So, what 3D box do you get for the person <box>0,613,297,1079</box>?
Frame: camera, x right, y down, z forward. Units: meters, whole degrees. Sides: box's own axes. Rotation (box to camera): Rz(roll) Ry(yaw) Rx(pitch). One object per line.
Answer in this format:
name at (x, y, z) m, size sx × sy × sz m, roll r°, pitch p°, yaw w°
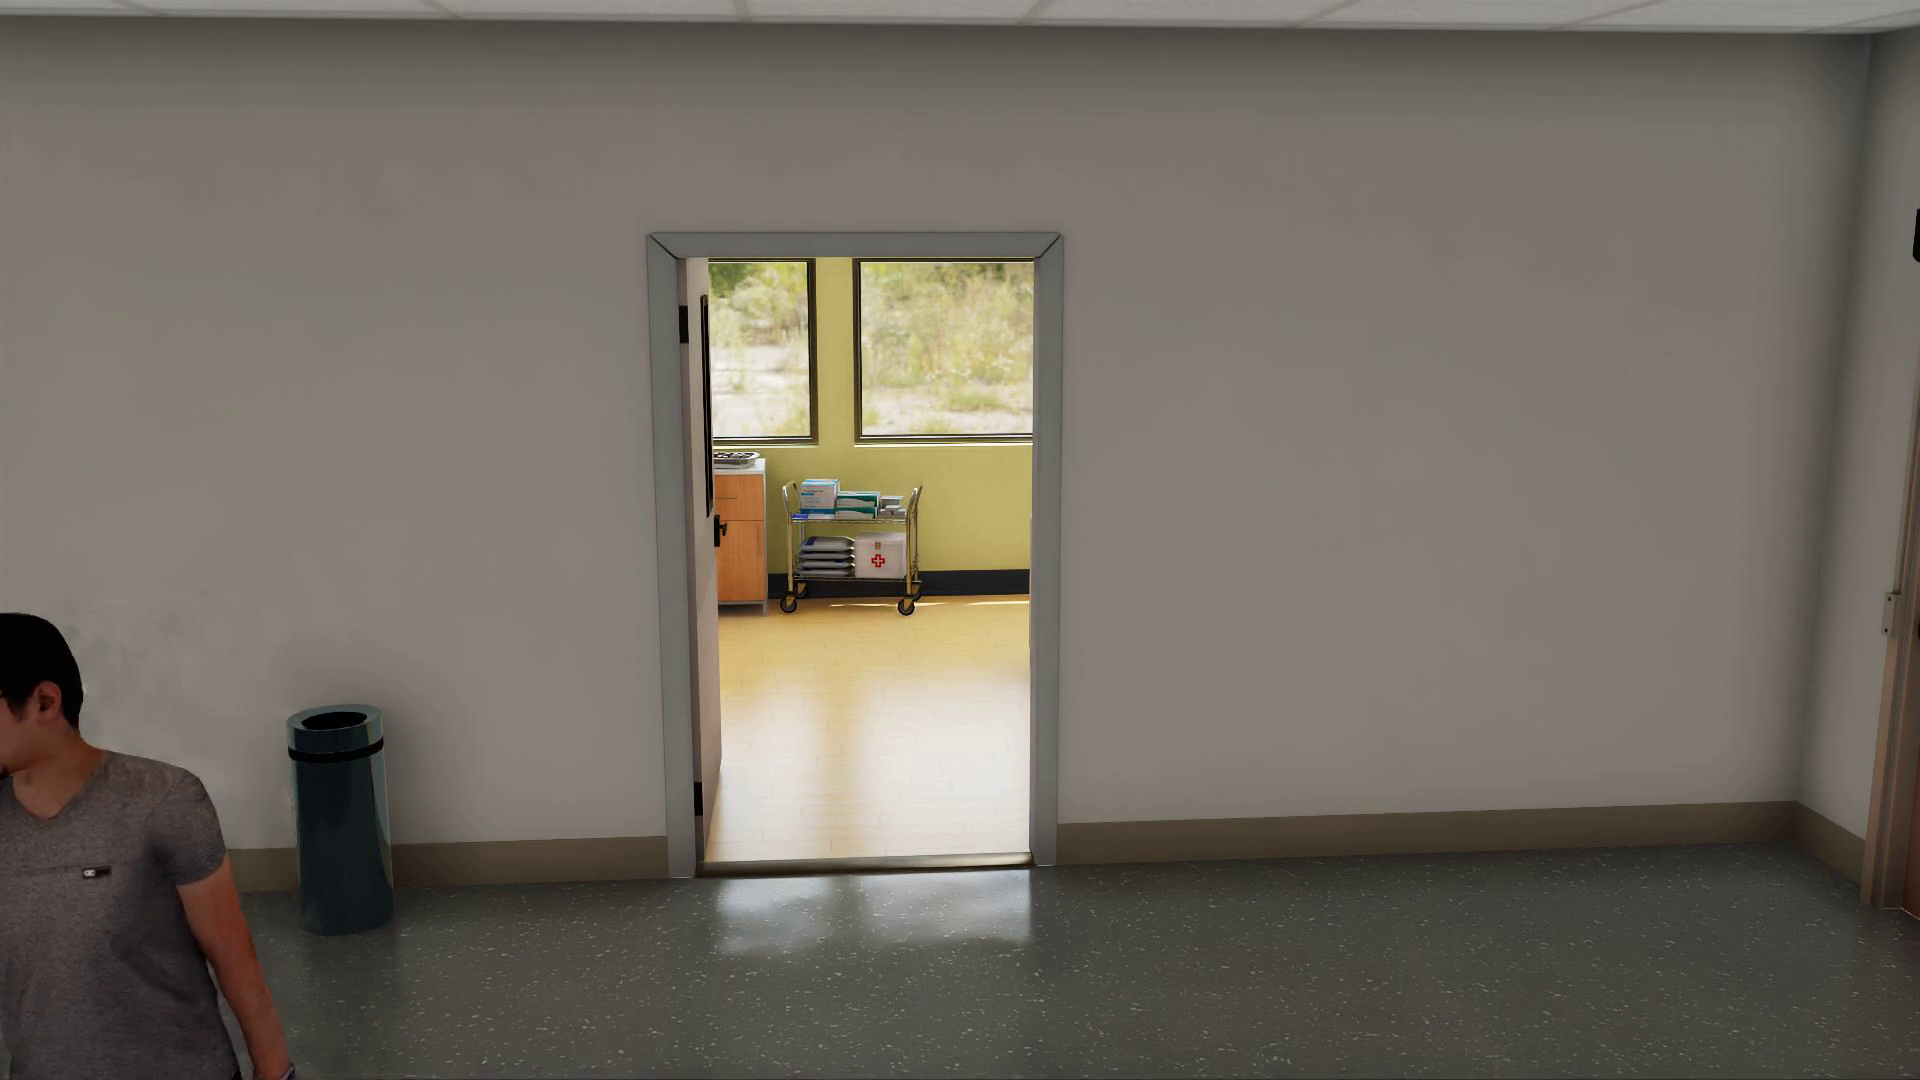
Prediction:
person at (-1.390, 0.948, 2.882) m, size 0.618 × 1.724 × 0.770 m, roll -2°, pitch 11°, yaw -11°
